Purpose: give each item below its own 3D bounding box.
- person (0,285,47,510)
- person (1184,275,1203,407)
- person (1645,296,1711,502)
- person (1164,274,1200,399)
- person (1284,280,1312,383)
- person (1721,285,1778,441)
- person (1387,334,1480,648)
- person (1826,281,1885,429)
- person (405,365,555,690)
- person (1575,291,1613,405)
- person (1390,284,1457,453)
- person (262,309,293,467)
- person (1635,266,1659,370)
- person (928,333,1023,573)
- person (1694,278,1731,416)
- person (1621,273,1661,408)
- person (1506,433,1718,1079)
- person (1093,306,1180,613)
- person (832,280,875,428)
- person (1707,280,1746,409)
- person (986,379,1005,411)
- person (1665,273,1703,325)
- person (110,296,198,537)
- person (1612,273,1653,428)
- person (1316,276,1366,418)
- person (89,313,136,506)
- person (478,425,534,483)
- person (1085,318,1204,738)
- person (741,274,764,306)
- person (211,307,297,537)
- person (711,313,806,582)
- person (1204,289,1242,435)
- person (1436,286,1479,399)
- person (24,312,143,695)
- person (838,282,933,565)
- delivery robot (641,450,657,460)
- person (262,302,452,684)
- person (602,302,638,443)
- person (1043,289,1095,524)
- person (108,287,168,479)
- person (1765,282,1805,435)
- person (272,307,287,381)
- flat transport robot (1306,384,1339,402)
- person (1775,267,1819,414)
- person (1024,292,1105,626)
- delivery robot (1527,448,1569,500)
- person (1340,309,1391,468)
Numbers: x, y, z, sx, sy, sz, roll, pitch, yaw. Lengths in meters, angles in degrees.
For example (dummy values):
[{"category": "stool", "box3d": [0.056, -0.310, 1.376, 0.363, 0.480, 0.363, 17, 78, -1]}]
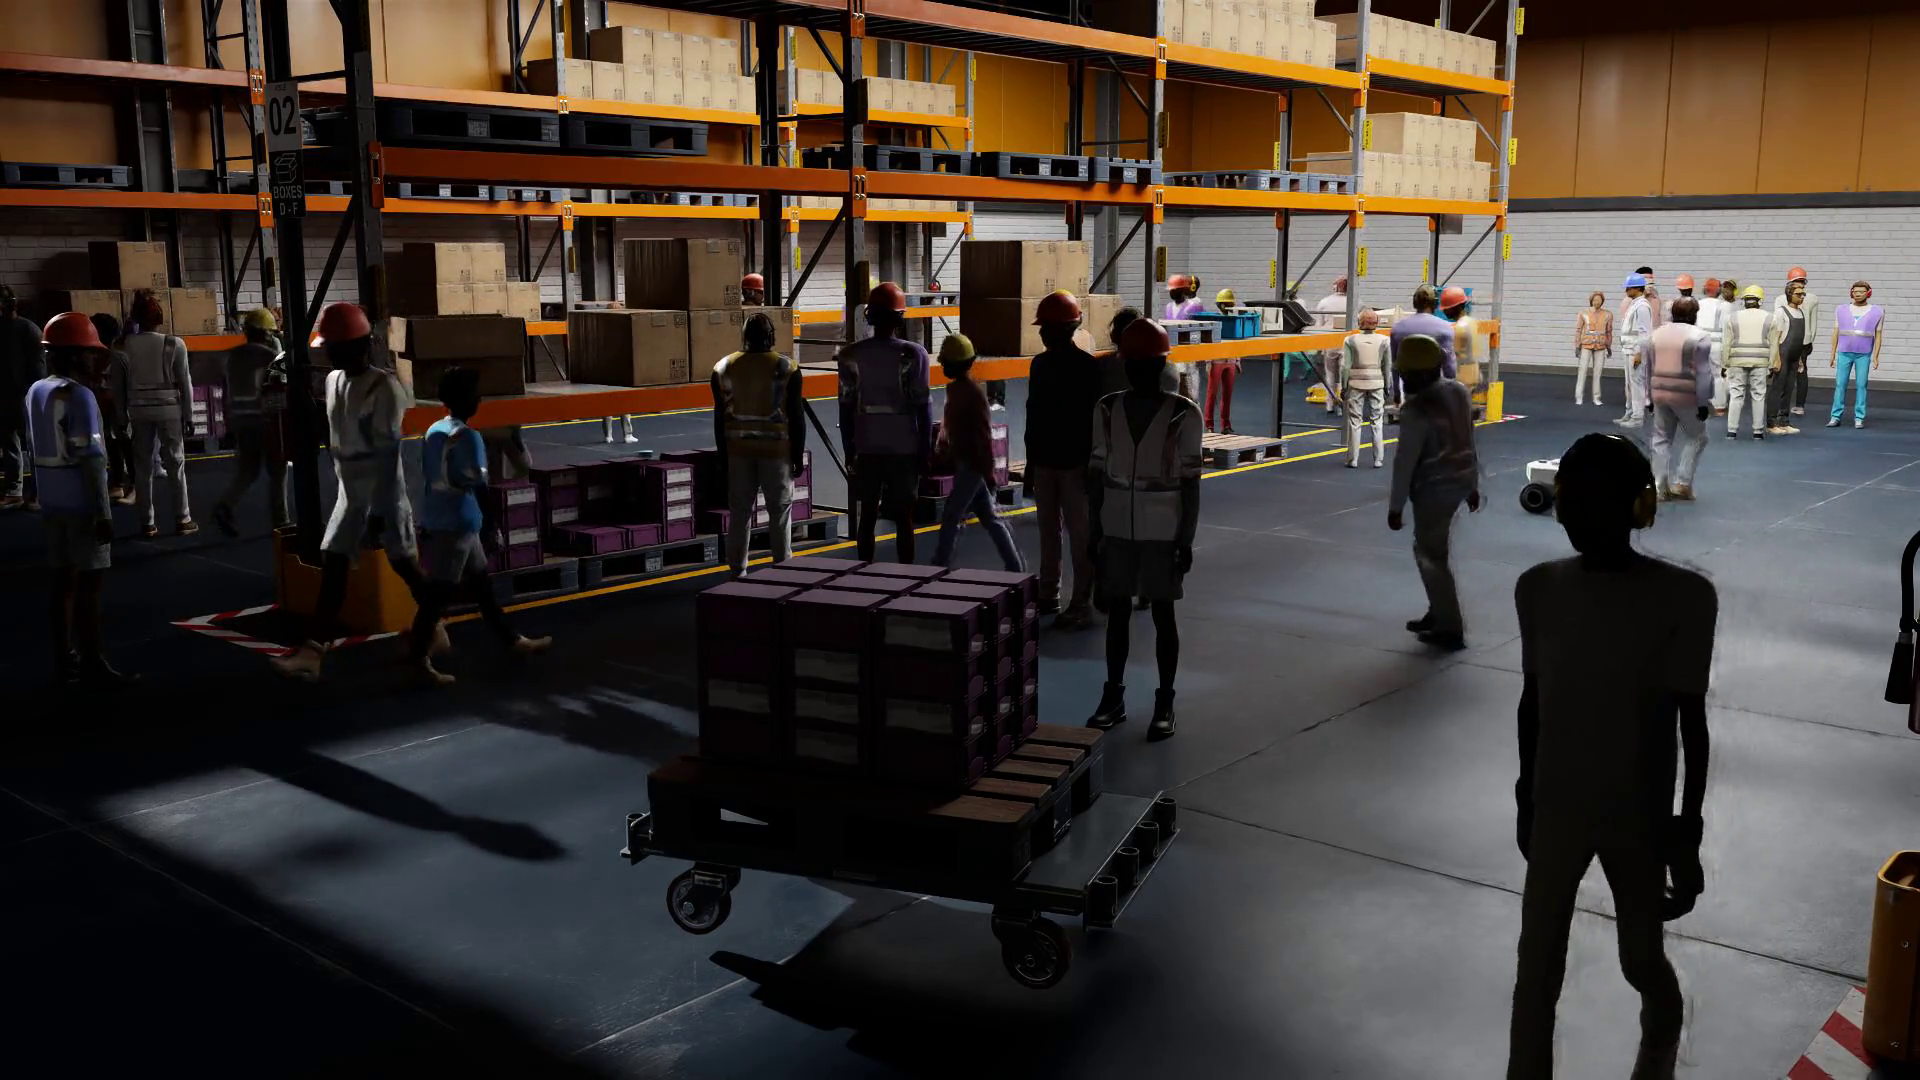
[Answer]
[{"category": "person", "box3d": [-8.166, -1.222, 14.356, 0.630, 1.940, 0.372, 2, 10, 14]}, {"category": "person", "box3d": [3.241, -2.782, 23.434, 0.328, 1.872, 0.513, -2, 10, -9]}, {"category": "person", "box3d": [6.387, -1.236, 14.737, 0.521, 1.829, 0.653, -6, 12, -32]}, {"category": "person", "box3d": [2.778, -2.407, 21.140, 0.425, 1.920, 0.579, -8, 13, -38]}, {"category": "person", "box3d": [5.600, -3.479, 27.772, 0.643, 1.733, 0.540, -10, 14, -44]}, {"category": "person", "box3d": [9.264, -2.073, 19.538, 0.588, 1.821, 0.404, 5, 11, 25]}, {"category": "person", "box3d": [2.660, -0.270, 9.367, 0.443, 1.786, 0.640, 9, 13, 40]}, {"category": "person", "box3d": [11.228, -2.318, 20.852, 0.564, 1.848, 0.388, 8, 13, 37]}, {"category": "person", "box3d": [-2.534, -0.078, 8.641, 0.880, 1.639, 0.558, -6, 12, -32]}, {"category": "person", "box3d": [9.119, -2.759, 23.958, 0.521, 1.639, 0.310, 1, 10, 6]}, {"category": "person", "box3d": [4.198, -1.348, 15.096, 0.410, 1.932, 0.638, -9, 13, -40]}, {"category": "person", "box3d": [-7.094, -1.561, 17.157, 0.498, 1.632, 0.279, 8, 13, 39]}, {"category": "person", "box3d": [11.016, -3.423, 26.822, 0.368, 1.962, 0.603, 8, 13, 38]}, {"category": "person", "box3d": [0.057, -0.482, 10.781, 0.890, 1.717, 0.537, -3, 10, -16]}, {"category": "person", "box3d": [10.038, -2.555, 22.200, 0.943, 1.844, 0.595, -9, 14, -42]}, {"category": "person", "box3d": [9.544, -2.770, 23.277, 0.673, 1.900, 0.396, -3, 11, -19]}, {"category": "person", "box3d": [1.592, 0.642, 4.044, 0.528, 1.840, 0.897, 9, 13, 40]}, {"category": "person", "box3d": [1.025, -0.473, 10.206, 0.639, 1.911, 0.755, 3, 10, 15]}, {"category": "person", "box3d": [-1.396, -2.363, 20.960, 0.747, 1.901, 0.597, -6, 11, -29]}, {"category": "person", "box3d": [10.818, -2.730, 23.344, 1.022, 1.812, 0.542, -6, 12, -32]}, {"category": "person", "box3d": [0.458, -2.757, 23.155, 0.373, 1.917, 0.594, -6, 11, -29]}, {"category": "person", "box3d": [10.158, -2.792, 23.400, 0.567, 1.904, 0.574, -1, 10, -5]}, {"category": "person", "box3d": [-6.303, -0.962, 13.035, 0.575, 1.883, 0.355, -2, 10, -13]}, {"category": "person", "box3d": [8.490, -2.386, 20.961, 0.408, 1.942, 0.616, 2, 10, 10]}, {"category": "person", "box3d": [5.164, -2.610, 22.434, 0.661, 1.873, 0.865, 4, 11, 21]}, {"category": "person", "box3d": [-7.450, -1.127, 14.641, 0.533, 1.650, 0.319, 7, 12, 33]}, {"category": "person", "box3d": [-3.542, -0.812, 12.898, 0.544, 1.623, 0.372, 9, 13, 40]}, {"category": "person", "box3d": [0.838, -0.050, 7.686, 0.545, 1.938, 0.355, 4, 11, 23]}, {"category": "person", "box3d": [-2.175, -1.784, 17.420, 0.391, 1.987, 0.608, -5, 11, -25]}, {"category": "person", "box3d": [-5.471, -0.890, 12.852, 0.612, 1.803, 0.694, 3, 10, 17]}, {"category": "person", "box3d": [-1.314, -0.574, 10.988, 0.621, 1.835, 0.430, 2, 10, 9]}, {"category": "person", "box3d": [3.151, -2.115, 19.924, 0.525, 1.772, 0.304, -6, 11, -29]}, {"category": "person", "box3d": [4.824, -1.530, 16.252, 0.462, 1.894, 0.592, 5, 11, 25]}, {"category": "person", "box3d": [-4.478, -0.188, 8.480, 0.551, 1.932, 0.376, 7, 12, 34]}, {"category": "person", "box3d": [-0.458, -0.589, 10.458, 0.607, 2.044, 0.376, 2, 10, 13]}, {"category": "delivery robot", "box3d": [-2.622, -0.509, 13.966, 0.477, 0.478, 0.707, 9, 14, 43]}, {"category": "person", "box3d": [-3.136, -0.247, 8.704, 0.623, 1.970, 1.096, 7, 12, 34]}, {"category": "person", "box3d": [-3.988, -1.934, 19.275, 0.509, 1.632, 0.266, 1, 10, 8]}, {"category": "person", "box3d": [0.862, -1.086, 13.651, 0.403, 1.919, 0.587, 9, 14, 42]}, {"category": "person", "box3d": [-7.908, -1.493, 16.057, 0.510, 1.886, 0.685, -4, 11, -22]}, {"category": "person", "box3d": [10.029, -2.191, 20.137, 0.504, 1.847, 0.345, -6, 12, -31]}, {"category": "person", "box3d": [-7.287, -1.687, 17.901, 0.497, 1.628, 0.276, 7, 12, 35]}, {"category": "flat transport robot", "box3d": [5.537, -2.175, 24.526, 0.652, 0.197, 1.431, 4, 11, 20]}, {"category": "person", "box3d": [11.313, -2.699, 22.600, 0.611, 1.996, 0.378, -1, 10, -4]}, {"category": "person", "box3d": [0.596, -0.483, 9.995, 0.397, 1.990, 0.622, -8, 13, -39]}, {"category": "delivery robot", "box3d": [5.209, -0.538, 14.134, 0.707, 0.478, 0.477, 7, 12, 36]}, {"category": "person", "box3d": [4.159, -1.545, 17.052, 0.523, 1.636, 0.311, 1, 10, 4]}]
